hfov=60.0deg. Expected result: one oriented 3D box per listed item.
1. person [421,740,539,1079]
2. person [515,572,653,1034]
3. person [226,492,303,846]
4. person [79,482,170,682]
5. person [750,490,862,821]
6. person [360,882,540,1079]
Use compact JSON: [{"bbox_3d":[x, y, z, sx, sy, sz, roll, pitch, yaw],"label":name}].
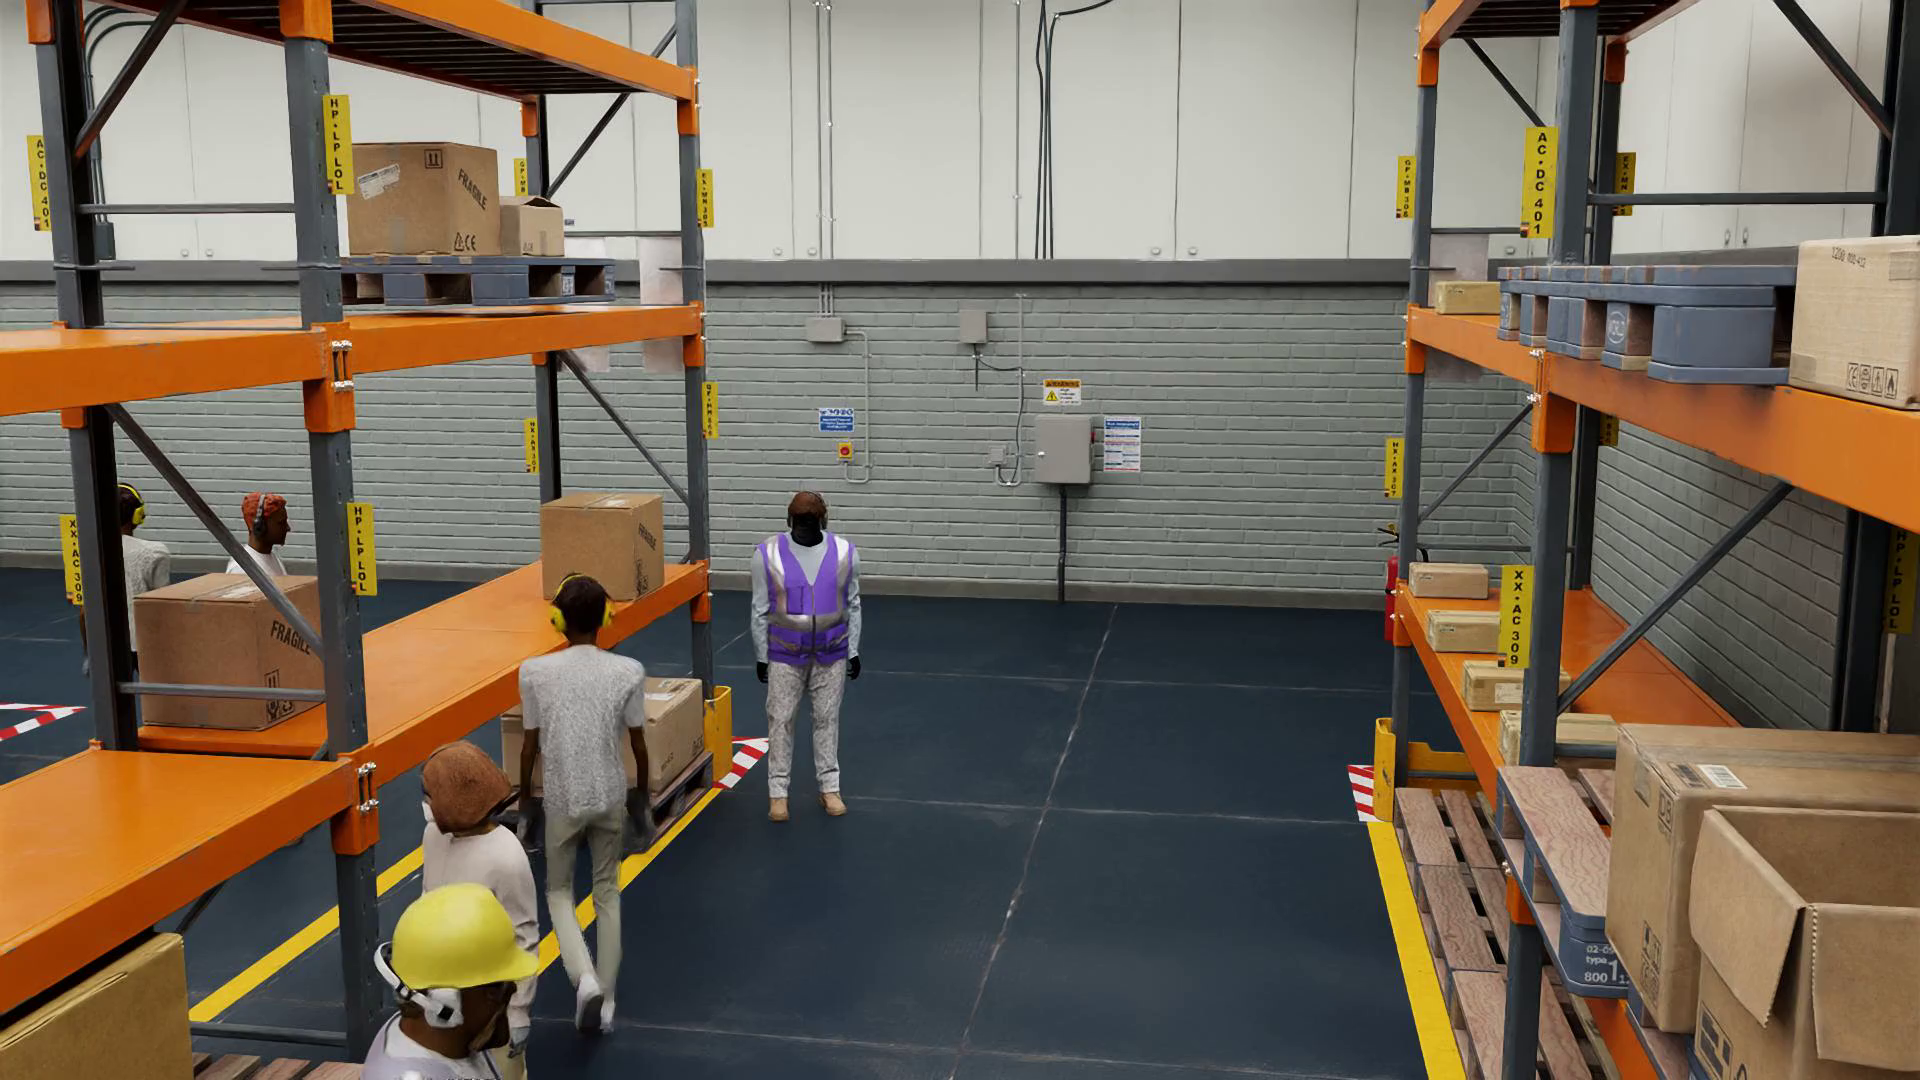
[{"bbox_3d":[-1.484,1.403,5.090,0.505,1.632,0.285,7,12,39],"label":"person"},{"bbox_3d":[-1.469,1.056,6.523,0.544,1.850,0.480,-3,10,-17],"label":"person"},{"bbox_3d":[-3.672,0.679,8.815,0.359,1.880,0.575,-1,9,-6],"label":"person"},{"bbox_3d":[-4.596,0.615,9.228,0.521,1.873,0.335,-2,9,-10],"label":"person"},{"bbox_3d":[-0.841,0.633,9.225,0.624,1.838,0.430,-3,10,-15],"label":"person"},{"bbox_3d":[-1.031,1.584,3.417,0.403,1.822,0.595,-3,10,-16],"label":"person"}]
